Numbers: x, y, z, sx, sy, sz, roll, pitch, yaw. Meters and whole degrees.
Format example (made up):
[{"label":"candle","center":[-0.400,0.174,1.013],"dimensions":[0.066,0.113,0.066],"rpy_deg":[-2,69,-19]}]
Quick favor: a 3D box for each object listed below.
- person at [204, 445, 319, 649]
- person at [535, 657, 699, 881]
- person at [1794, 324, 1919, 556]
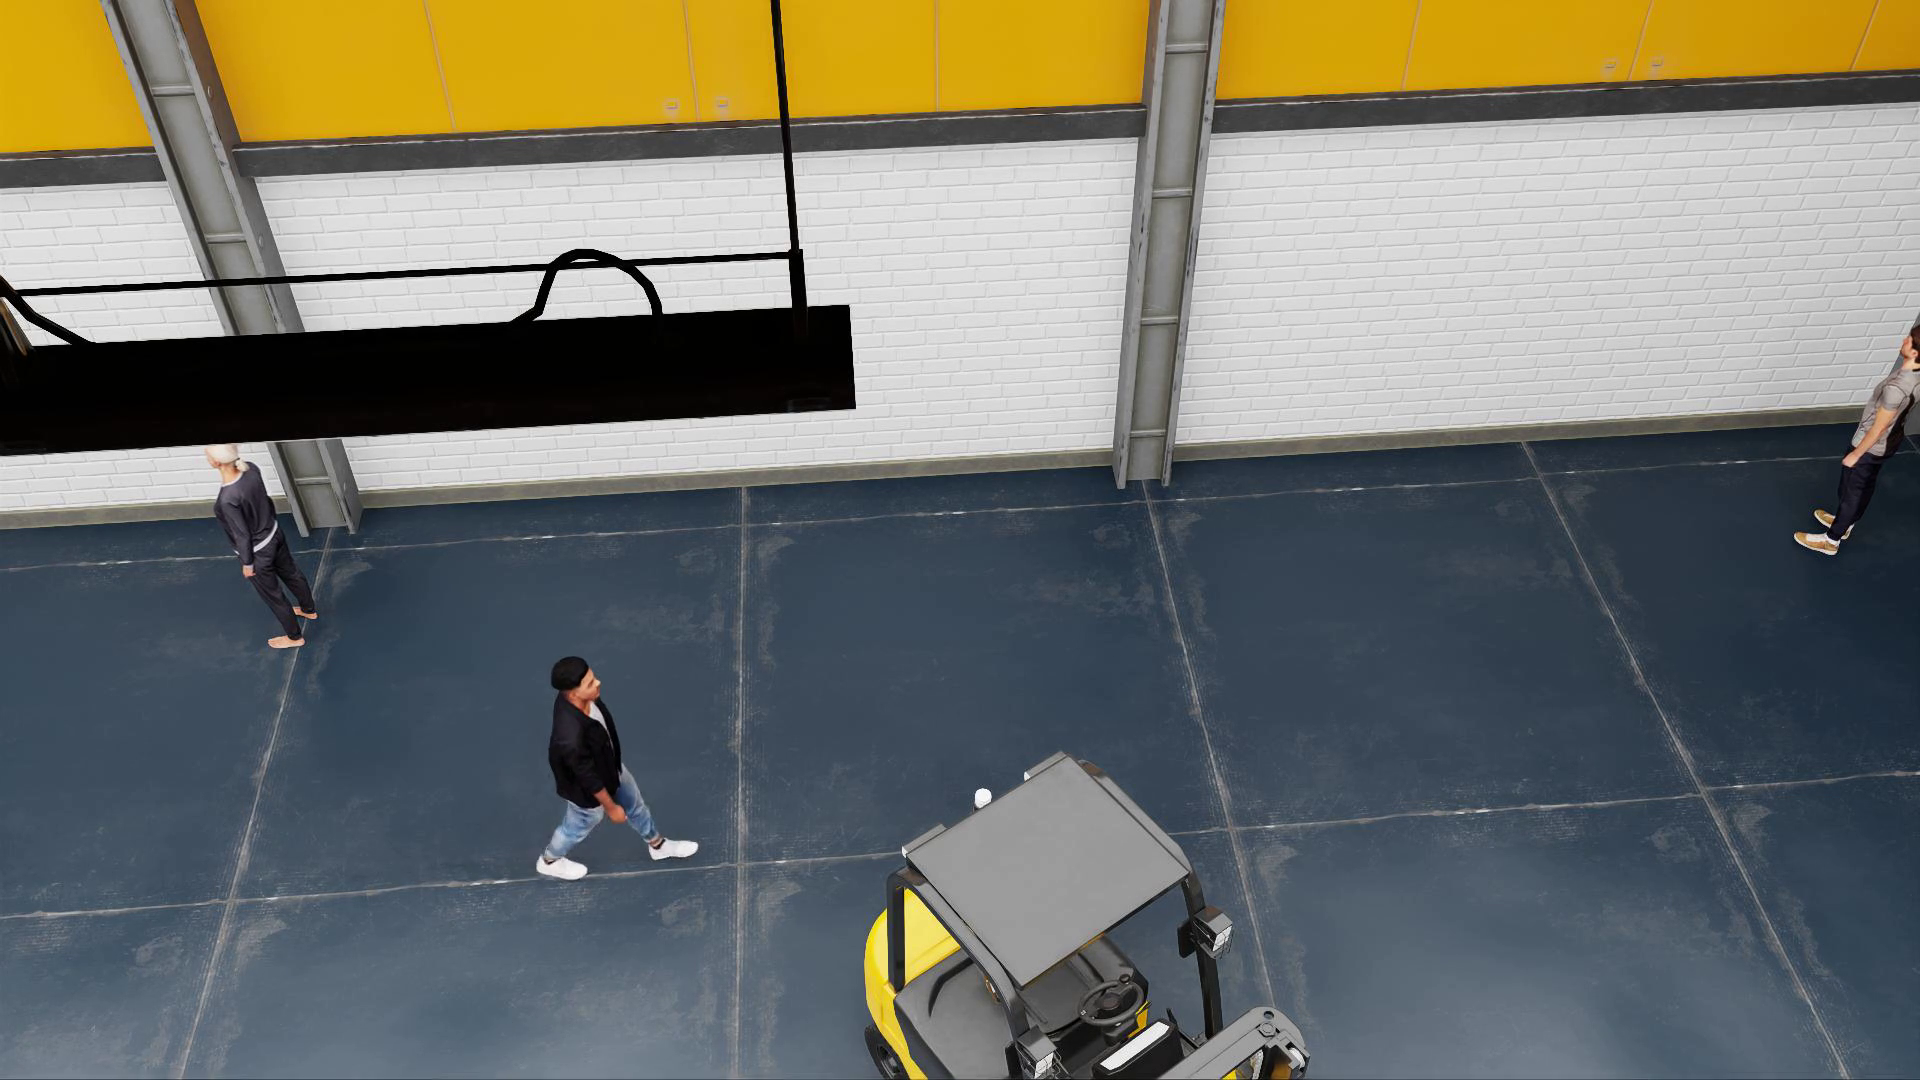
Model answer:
[{"label":"person","center":[-4.559,-0.002,10.815],"dimensions":[0.583,1.726,0.655],"rpy_deg":[5,44,5]},{"label":"person","center":[-2.170,1.347,9.367],"dimensions":[1.201,1.769,0.778],"rpy_deg":[1,44,1]},{"label":"person","center":[6.291,-0.687,11.412],"dimensions":[0.704,1.896,0.792],"rpy_deg":[-32,52,-29]}]
